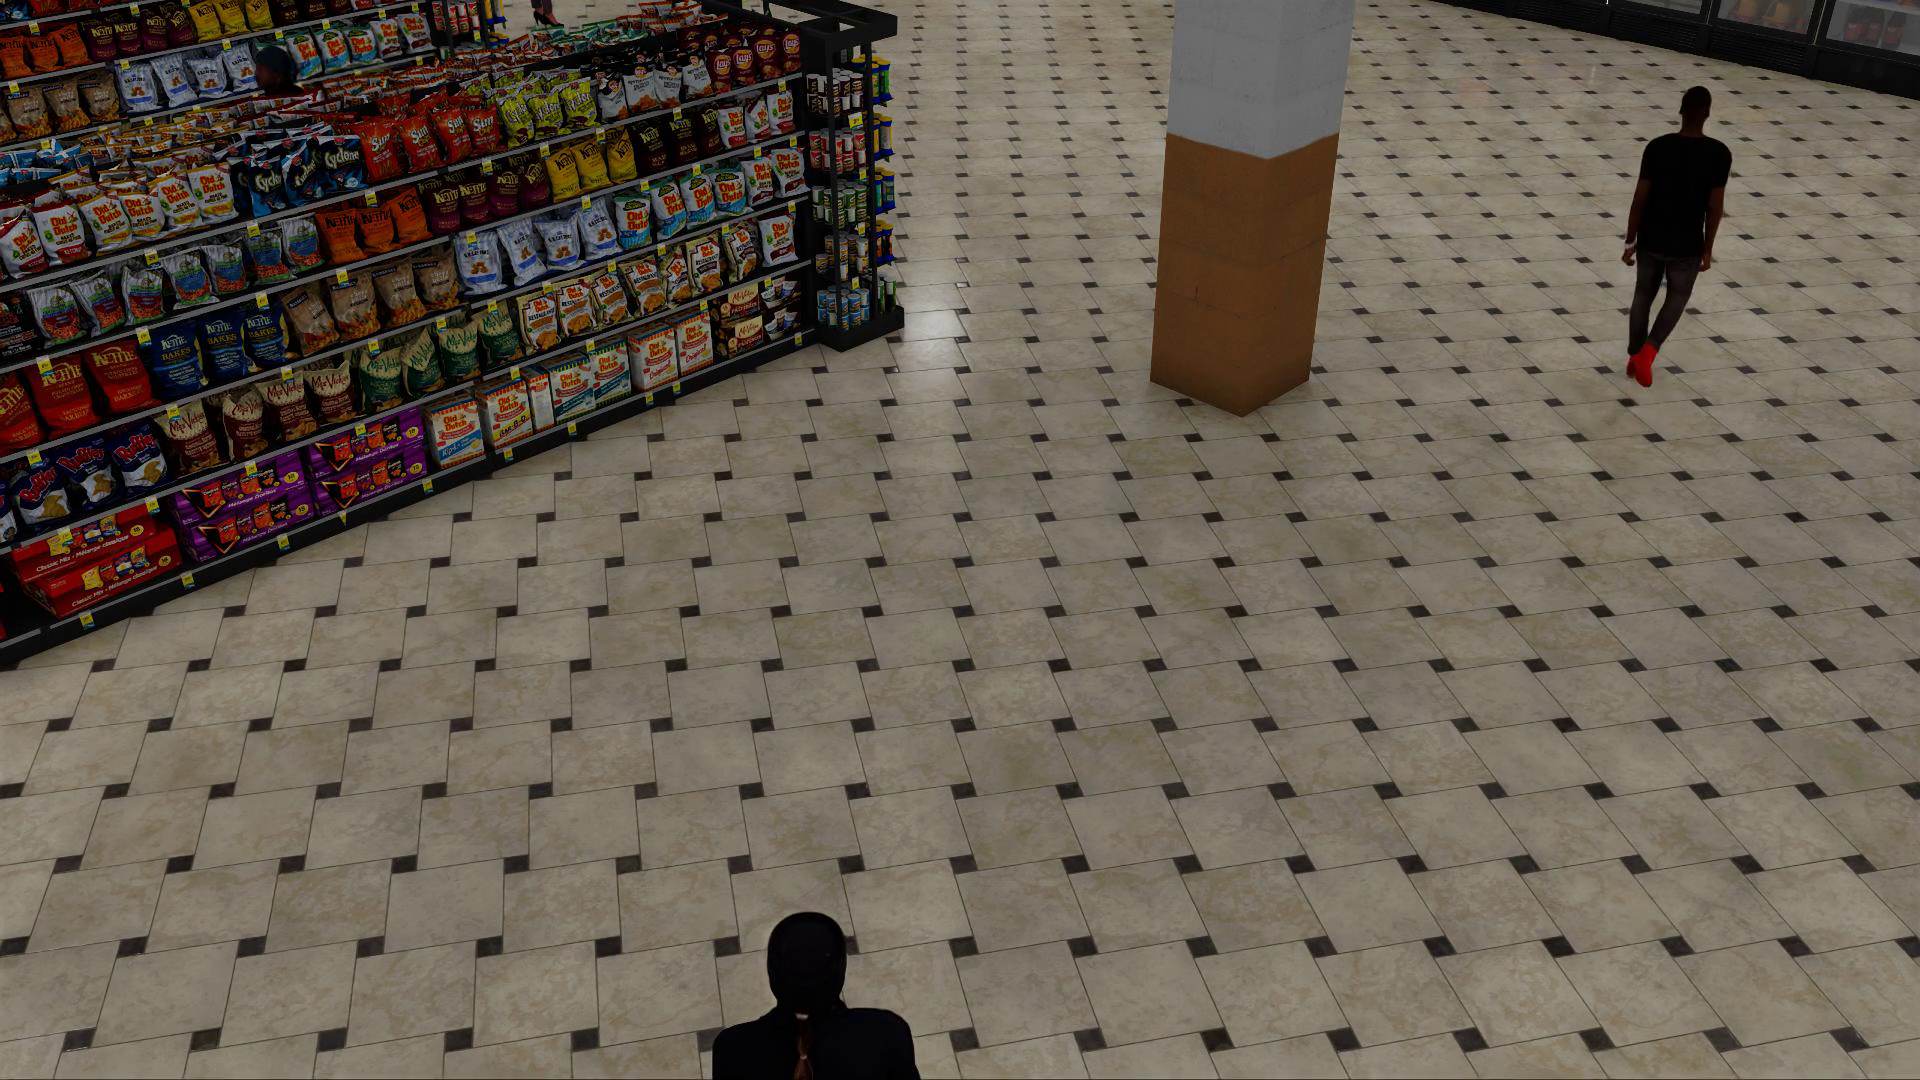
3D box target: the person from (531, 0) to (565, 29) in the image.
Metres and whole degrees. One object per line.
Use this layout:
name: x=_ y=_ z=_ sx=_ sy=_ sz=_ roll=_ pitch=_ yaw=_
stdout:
person: x=-4.244 y=-6.000 z=16.682 sx=0.581 sy=1.671 sz=0.632 roll=-20 pitch=37 yaw=-29

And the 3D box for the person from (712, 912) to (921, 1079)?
person: x=-0.375 y=1.654 z=4.381 sx=0.774 sy=1.671 sz=0.869 roll=-5 pitch=32 yaw=-8

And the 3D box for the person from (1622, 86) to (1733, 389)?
person: x=4.117 y=-1.713 z=9.676 sx=0.788 sy=1.793 sz=1.001 roll=18 pitch=36 yaw=26
